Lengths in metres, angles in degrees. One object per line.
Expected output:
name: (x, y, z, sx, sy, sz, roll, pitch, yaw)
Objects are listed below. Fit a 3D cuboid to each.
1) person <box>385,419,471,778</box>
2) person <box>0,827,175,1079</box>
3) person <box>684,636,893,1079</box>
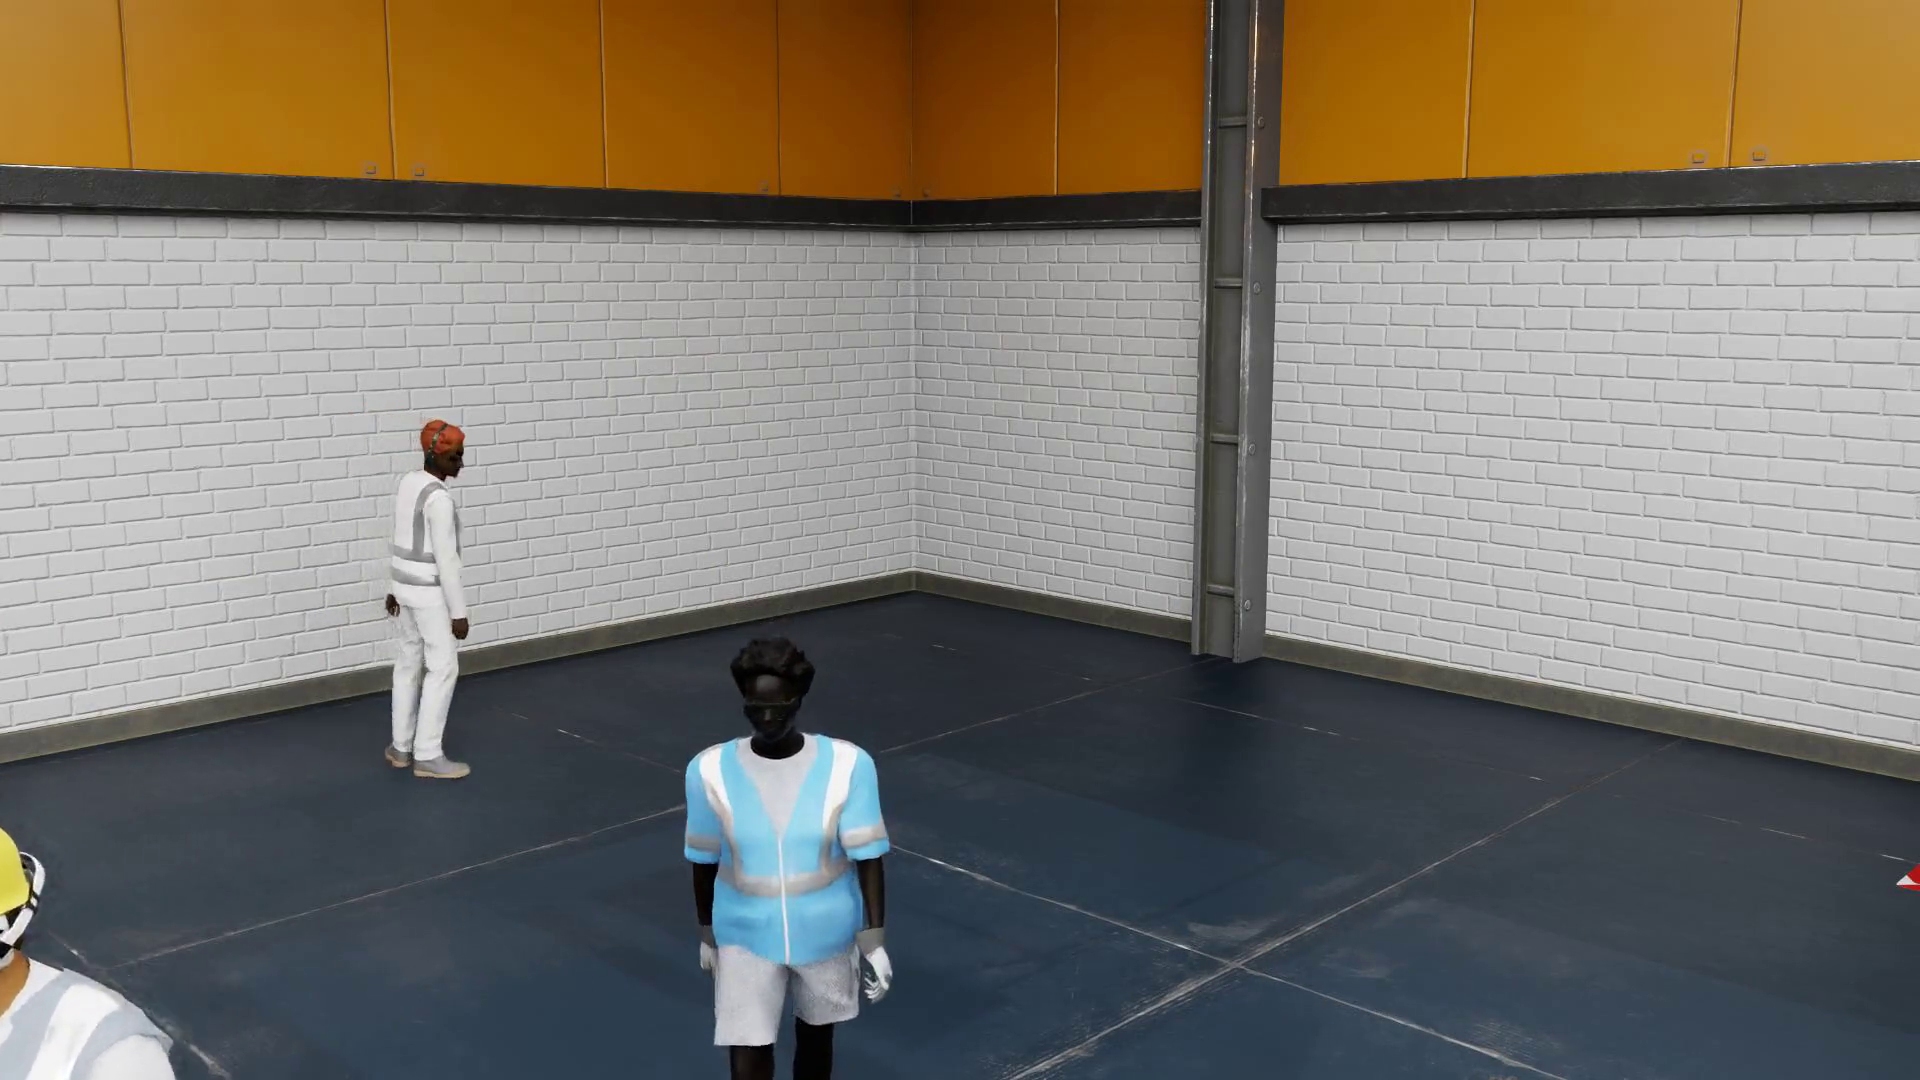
person: (-2.783, 0.296, 8.595, 0.369, 1.861, 0.752, -8, 12, -39)
person: (-1.552, 1.302, 2.552, 0.614, 1.800, 0.731, 3, 10, 19)
person: (-0.456, 1.074, 4.384, 0.545, 1.645, 0.862, -1, 9, -5)
